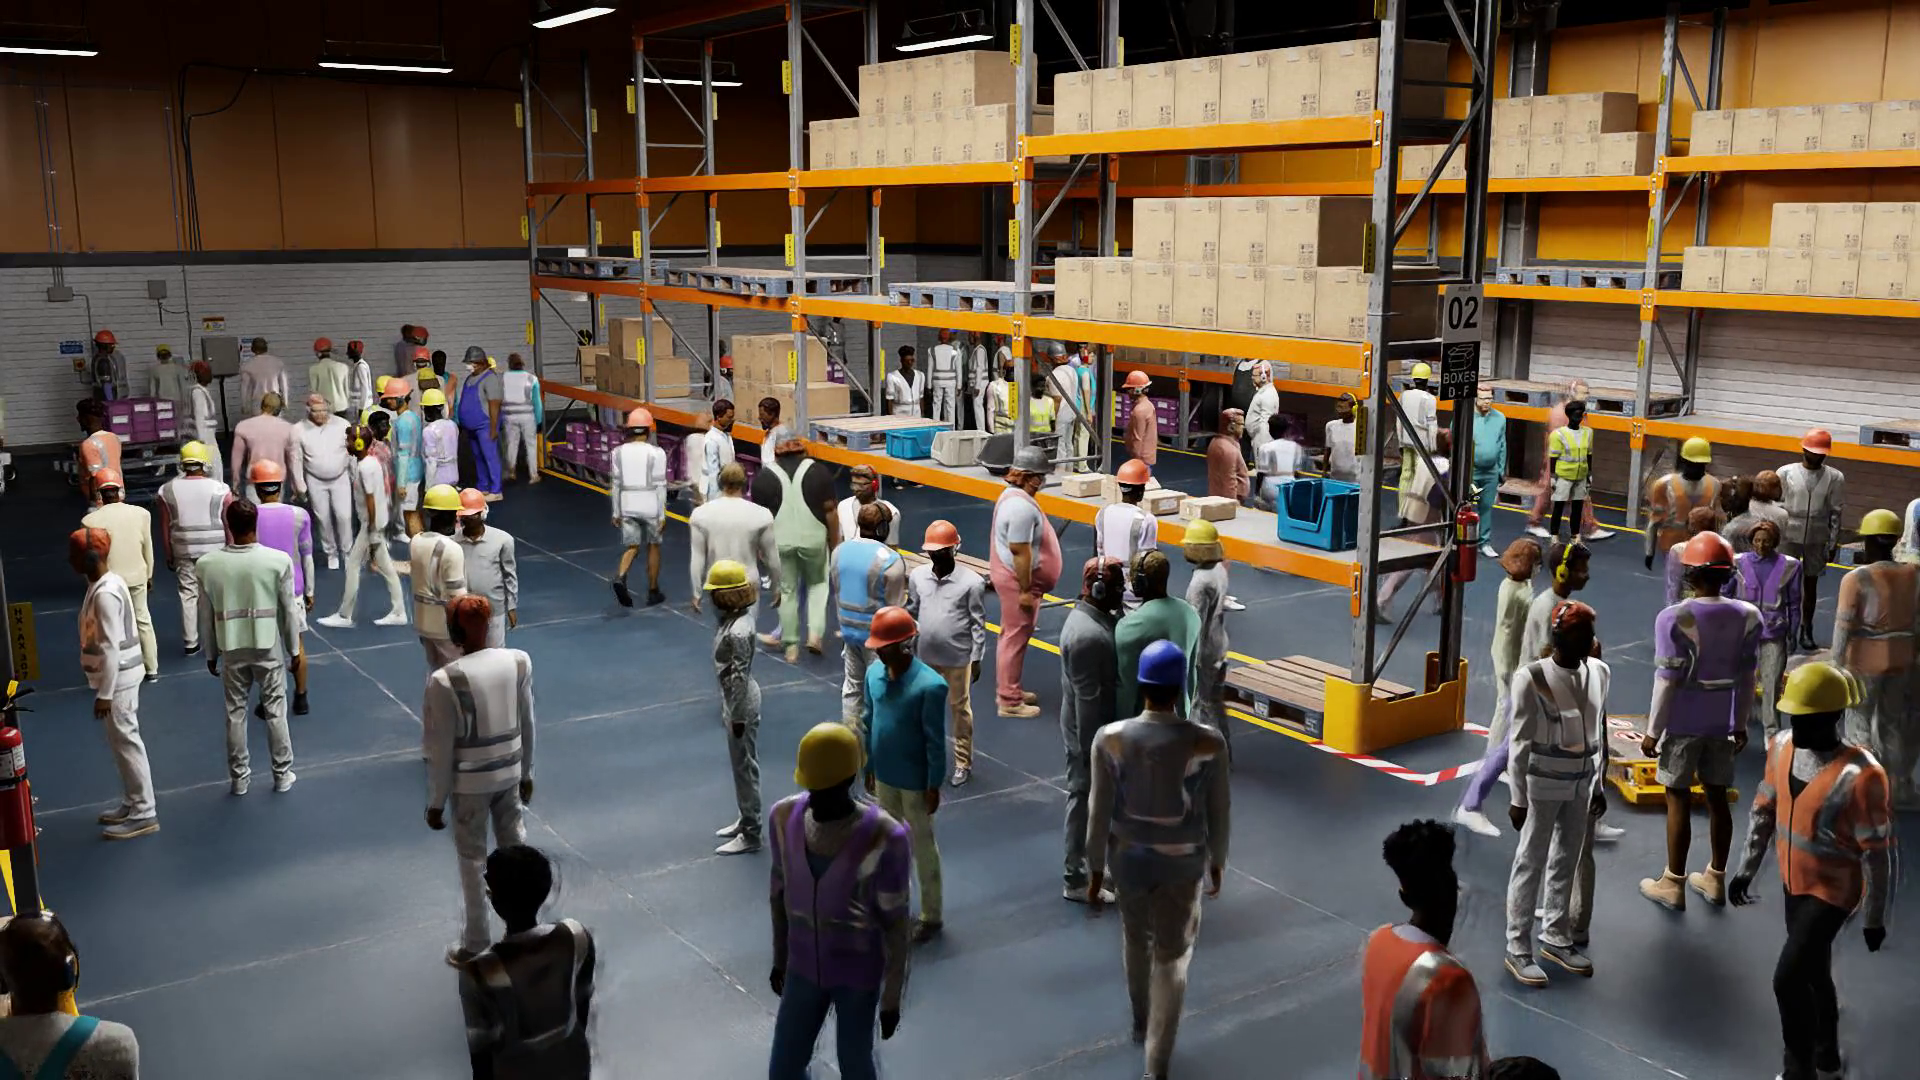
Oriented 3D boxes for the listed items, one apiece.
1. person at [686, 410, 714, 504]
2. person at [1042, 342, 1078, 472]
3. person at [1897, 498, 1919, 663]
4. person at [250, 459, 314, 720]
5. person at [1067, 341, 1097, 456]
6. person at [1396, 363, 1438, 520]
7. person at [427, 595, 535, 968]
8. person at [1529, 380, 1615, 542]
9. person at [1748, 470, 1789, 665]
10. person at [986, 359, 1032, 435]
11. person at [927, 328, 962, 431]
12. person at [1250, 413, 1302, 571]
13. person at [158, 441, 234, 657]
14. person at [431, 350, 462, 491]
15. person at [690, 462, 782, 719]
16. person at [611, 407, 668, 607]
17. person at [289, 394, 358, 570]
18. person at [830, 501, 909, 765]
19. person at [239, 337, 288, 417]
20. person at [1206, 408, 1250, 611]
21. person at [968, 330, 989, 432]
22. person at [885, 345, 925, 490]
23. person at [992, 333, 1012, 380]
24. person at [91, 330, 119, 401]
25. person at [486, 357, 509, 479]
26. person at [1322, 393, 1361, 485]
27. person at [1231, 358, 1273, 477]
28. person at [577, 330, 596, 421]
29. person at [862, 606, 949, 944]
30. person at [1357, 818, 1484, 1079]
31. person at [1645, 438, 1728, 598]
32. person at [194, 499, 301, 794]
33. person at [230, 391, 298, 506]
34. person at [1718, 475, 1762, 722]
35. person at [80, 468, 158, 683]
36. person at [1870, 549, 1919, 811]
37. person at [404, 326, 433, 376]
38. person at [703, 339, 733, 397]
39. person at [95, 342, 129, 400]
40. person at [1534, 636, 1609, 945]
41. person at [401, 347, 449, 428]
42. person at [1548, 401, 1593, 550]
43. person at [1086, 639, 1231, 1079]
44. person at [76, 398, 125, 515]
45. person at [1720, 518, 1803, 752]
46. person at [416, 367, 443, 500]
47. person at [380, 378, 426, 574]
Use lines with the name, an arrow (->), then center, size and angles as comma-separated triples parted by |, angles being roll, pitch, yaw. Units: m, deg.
person -> -2.708, -0.608, 18.037 | 0.534, 1.619, 0.406 | 9, 14, 40
person -> 1.278, -1.634, 22.216 | 0.537, 2.000, 0.675 | 6, 12, 26
person -> 7.296, 0.343, 12.480 | 0.399, 1.895, 0.656 | -4, 12, -19
person -> -5.058, 0.365, 12.293 | 0.548, 1.925, 0.392 | -8, 13, -34
person -> 1.868, -2.233, 25.550 | 0.550, 1.933, 0.375 | -4, 12, -19
person -> 5.551, -1.177, 20.158 | 0.359, 1.929, 0.593 | -7, 13, -32
person -> -2.341, 1.191, 8.196 | 0.340, 1.876, 0.614 | 9, 14, 38
person -> 6.959, -0.896, 18.920 | 0.639, 1.847, 0.991 | -8, 13, -35
person -> 6.587, 0.230, 13.754 | 0.286, 1.625, 0.495 | -6, 13, -29
person -> 0.658, -1.451, 21.790 | 0.624, 1.845, 0.430 | -3, 11, -15
person -> -0.252, -2.529, 27.210 | 0.576, 1.881, 0.339 | 1, 11, 6
person -> 3.333, -0.469, 17.208 | 0.583, 1.666, 0.636 | -6, 13, -28
person -> -6.395, 0.081, 14.009 | 0.586, 1.824, 0.404 | -3, 12, -17
person -> -6.982, -1.590, 22.315 | 0.390, 1.914, 0.587 | 10, 15, 42
person -> -1.670, 0.356, 12.432 | 0.649, 1.886, 1.019 | 2, 11, 8
person -> -3.042, -0.276, 15.622 | 0.545, 1.913, 0.718 | 2, 11, 12
person -> -6.568, -0.584, 17.260 | 0.677, 1.872, 0.695 | -5, 12, -23
person -> -0.574, 0.652, 11.043 | 0.625, 1.838, 0.429 | 10, 15, 41
person -> -10.341, -2.038, 24.597 | 0.655, 1.914, 0.803 | -10, 15, -43
person -> 2.535, -0.297, 15.723 | 0.402, 1.904, 0.652 | 0, 11, -2
person -> 0.283, -2.542, 27.293 | 0.368, 1.878, 0.584 | -1, 11, -4
person -> -0.729, -1.667, 22.572 | 0.610, 1.964, 0.365 | -7, 13, -31
person -> 0.722, -2.567, 27.531 | 0.397, 1.834, 0.563 | 1, 11, 6
person -> -12.444, -2.041, 24.321 | 0.406, 2.035, 0.610 | -8, 13, -34
person -> -6.584, -1.713, 23.408 | 0.487, 1.736, 0.328 | 1, 11, 5
person -> 4.063, -0.629, 17.527 | 0.526, 1.864, 0.315 | 6, 12, 27
person -> 4.108, -1.930, 23.731 | 0.535, 2.000, 0.683 | -8, 13, -34
person -> -6.045, -2.491, 27.083 | 0.327, 1.861, 0.499 | -3, 11, -15
person -> -0.308, 1.187, 8.548 | 0.577, 1.738, 0.354 | 11, 15, 43
person -> 1.339, 1.802, 4.960 | 0.403, 1.924, 0.703 | 0, 11, -1
person -> 6.040, 0.098, 13.744 | 0.606, 1.876, 0.972 | 1, 11, 3
person -> -4.539, 0.692, 10.649 | 0.590, 1.912, 0.392 | -3, 11, -13
person -> -7.143, -0.572, 17.186 | 0.690, 1.889, 0.764 | -6, 12, -27
person -> 5.637, 0.424, 12.245 | 0.614, 1.821, 0.520 | 11, 15, 43
person -> -6.611, 0.303, 13.056 | 0.345, 1.745, 0.564 | 7, 13, 32
person -> 5.987, 0.752, 10.450 | 0.666, 1.859, 0.685 | 8, 14, 37
person -> -8.559, -2.386, 26.235 | 0.621, 1.972, 0.640 | 8, 14, 35
person -> -3.705, -2.185, 25.604 | 0.515, 1.819, 0.380 | 1, 11, 5
person -> -13.105, -2.270, 25.757 | 0.427, 1.935, 0.615 | 0, 11, -2
person -> 3.132, 1.253, 8.480 | 0.315, 1.636, 0.515 | 4, 12, 17
person -> -7.027, -1.533, 21.849 | 0.618, 1.986, 0.408 | -4, 12, -18
person -> 6.725, -0.700, 18.351 | 0.538, 1.686, 0.320 | -3, 11, -14
person -> 0.841, 1.385, 7.112 | 0.614, 1.915, 0.961 | 3, 11, 16
person -> -8.285, -0.396, 16.068 | 0.373, 1.966, 0.605 | -1, 11, -4
person -> 5.549, 0.651, 11.576 | 0.528, 1.631, 0.312 | 5, 12, 25
person -> -6.905, -1.386, 21.736 | 0.321, 1.738, 0.486 | 3, 11, 13
person -> -5.759, -0.663, 17.260 | 0.404, 2.036, 0.606 | -2, 11, -9
